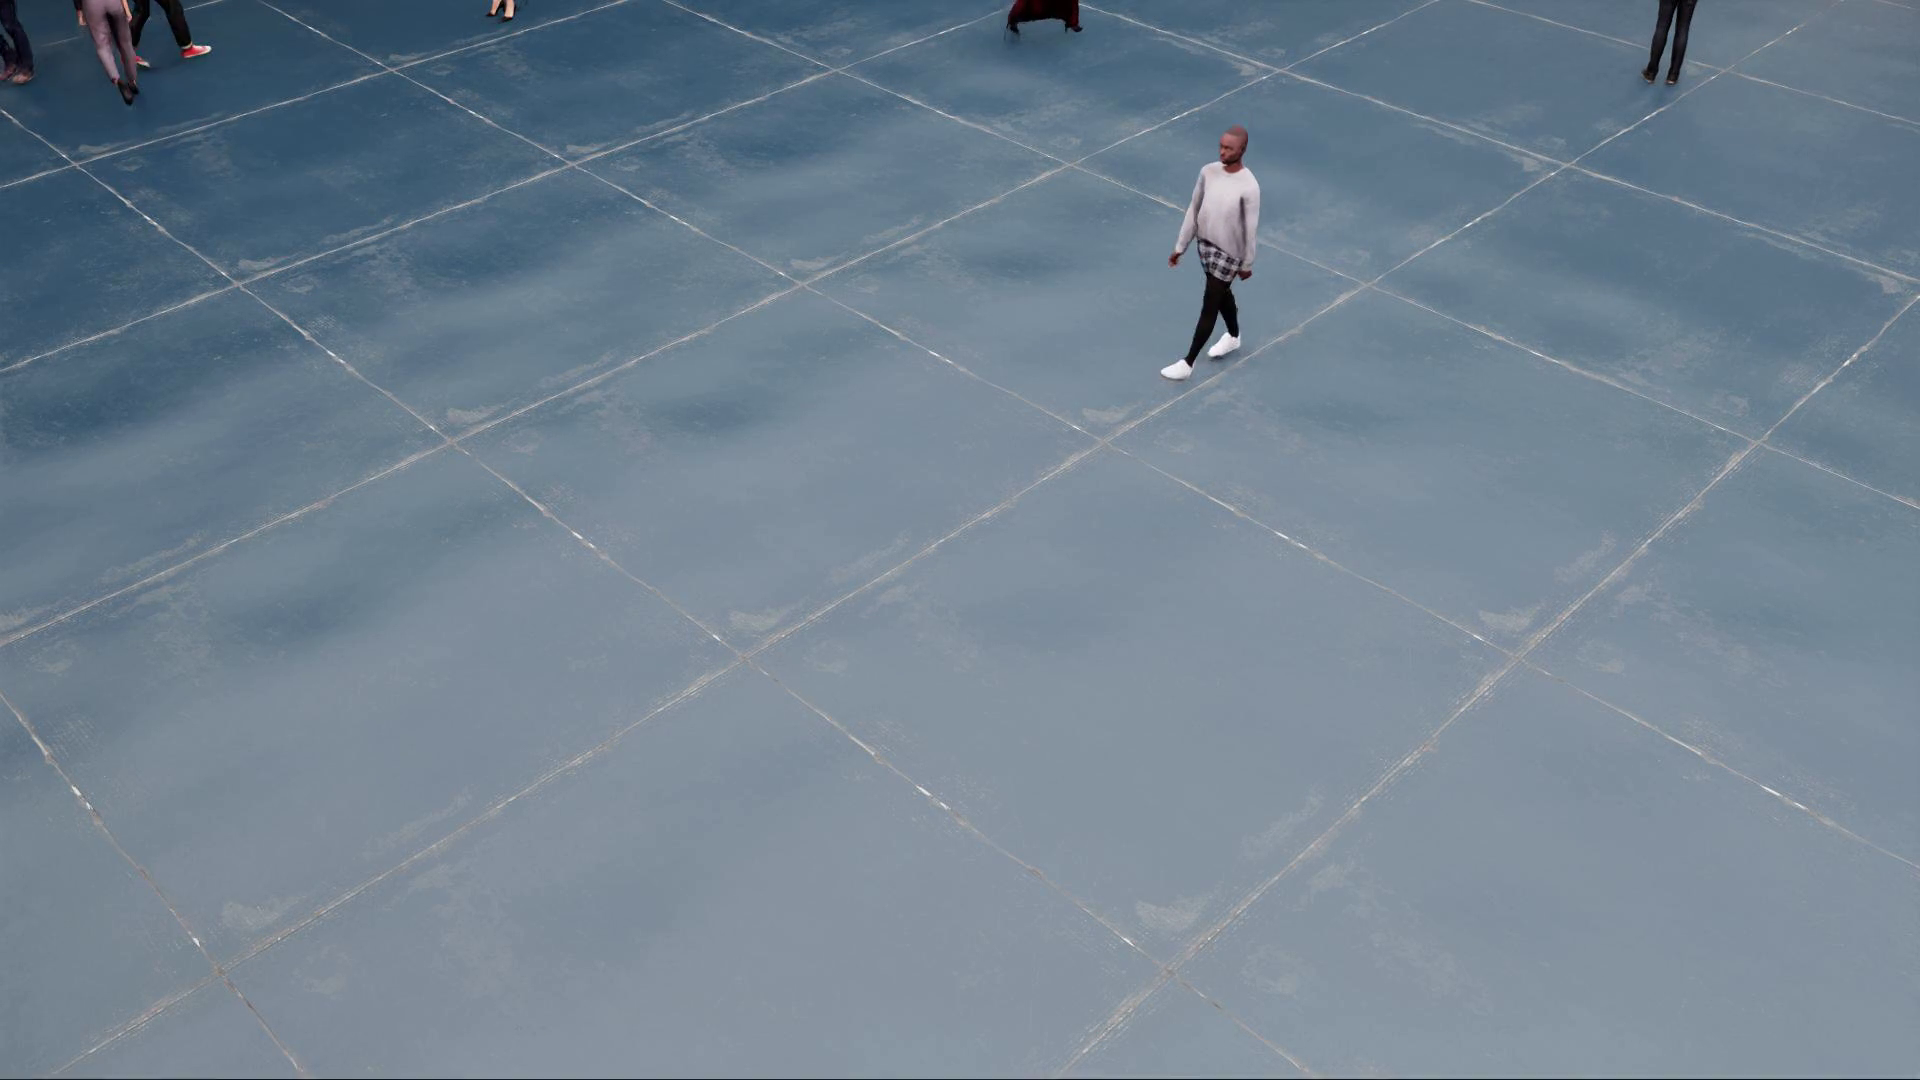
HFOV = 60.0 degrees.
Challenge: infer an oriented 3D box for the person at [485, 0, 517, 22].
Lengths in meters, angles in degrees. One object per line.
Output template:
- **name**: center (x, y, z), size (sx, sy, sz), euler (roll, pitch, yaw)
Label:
- **person**: center (-4.664, -5.997, 16.492), size (0.592, 1.648, 0.524), euler (26, 44, 30)

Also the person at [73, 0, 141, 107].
- **person**: center (-7.525, -4.610, 14.667), size (0.988, 1.649, 0.848), euler (-18, 41, -22)

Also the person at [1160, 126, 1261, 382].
- **person**: center (1.810, -1.941, 11.087), size (1.119, 1.734, 0.709), euler (-25, 44, -29)

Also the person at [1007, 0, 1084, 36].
- **person**: center (0.823, -5.655, 15.978), size (1.106, 1.727, 0.797), euler (-22, 42, -26)

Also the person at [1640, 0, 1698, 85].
- **person**: center (6.574, -5.051, 15.151), size (0.719, 1.767, 0.711), euler (14, 39, 18)

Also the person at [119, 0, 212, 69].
- **person**: center (-7.656, -5.255, 15.432), size (0.789, 1.750, 1.108), euler (24, 43, 28)
